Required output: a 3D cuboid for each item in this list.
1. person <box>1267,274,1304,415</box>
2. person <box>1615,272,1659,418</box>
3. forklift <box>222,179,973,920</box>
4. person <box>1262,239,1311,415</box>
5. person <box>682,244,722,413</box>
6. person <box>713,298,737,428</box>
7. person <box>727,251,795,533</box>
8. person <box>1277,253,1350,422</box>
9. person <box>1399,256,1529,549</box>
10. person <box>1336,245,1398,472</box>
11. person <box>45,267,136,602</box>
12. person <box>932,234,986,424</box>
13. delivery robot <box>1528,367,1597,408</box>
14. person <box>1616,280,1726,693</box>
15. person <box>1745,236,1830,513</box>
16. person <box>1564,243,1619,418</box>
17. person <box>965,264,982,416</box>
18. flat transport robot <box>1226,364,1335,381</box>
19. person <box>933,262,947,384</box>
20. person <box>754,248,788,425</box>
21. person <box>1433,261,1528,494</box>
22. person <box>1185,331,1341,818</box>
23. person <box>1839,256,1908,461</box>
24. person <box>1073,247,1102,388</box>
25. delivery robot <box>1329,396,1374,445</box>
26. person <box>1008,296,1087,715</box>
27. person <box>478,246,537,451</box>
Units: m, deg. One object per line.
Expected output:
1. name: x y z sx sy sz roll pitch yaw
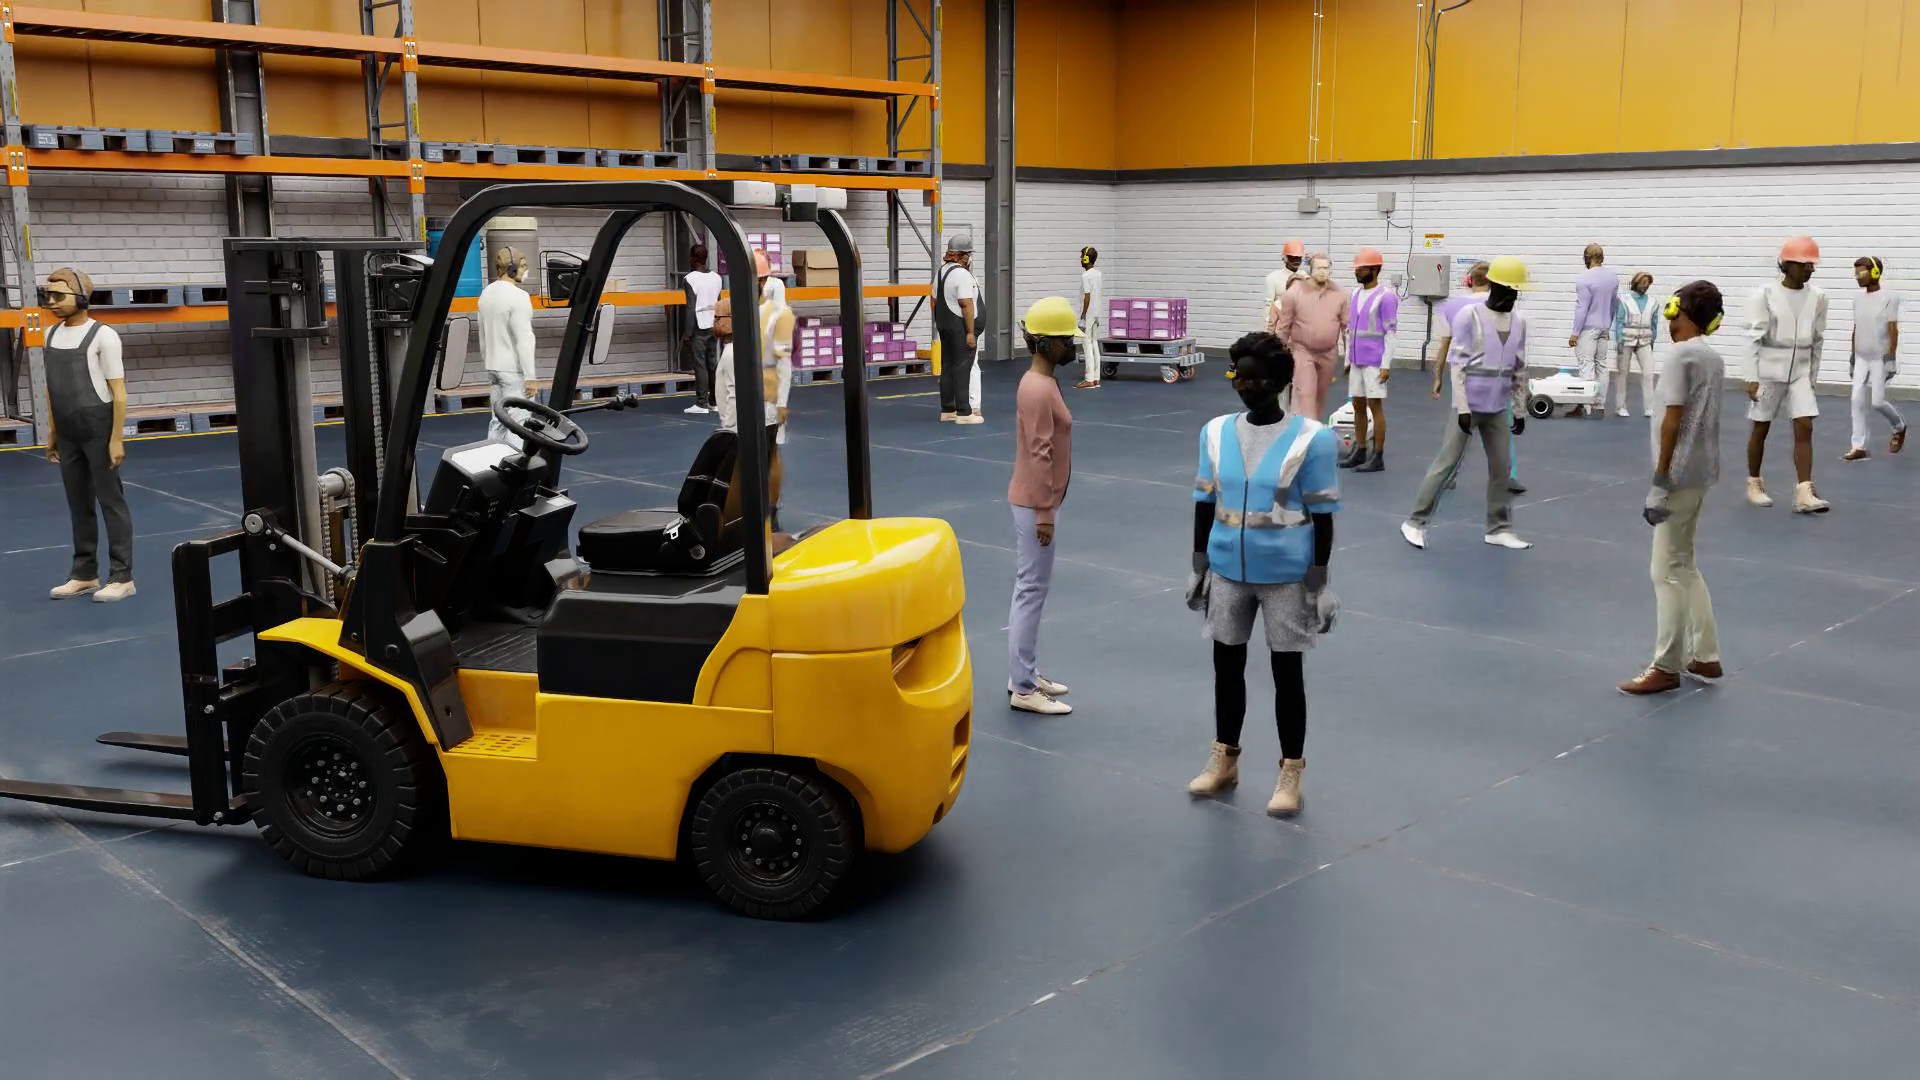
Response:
1. person: 3.434 -1.932 17.213 0.552 1.626 0.445 1 10 5
2. person: 7.487 -2.135 18.357 0.526 1.609 0.743 0 10 0
3. forklift: -1.114 -0.058 5.440 2.313 2.155 1.214 2 11 13
4. person: 3.664 -2.338 18.479 0.635 1.981 0.428 -3 11 -17
5. person: -2.937 -2.406 18.996 0.377 1.917 0.599 6 12 29
6. person: -1.424 -0.708 10.518 0.285 1.633 0.498 0 10 0
7. person: -1.366 -0.968 11.166 0.542 1.922 0.422 5 11 23
8. person: 3.317 -1.718 15.420 0.689 1.852 0.995 -1 10 -6
9. person: 3.312 -0.868 10.704 0.807 1.891 0.577 -5 11 -24
10. person: 3.476 -1.548 14.269 0.372 1.935 0.551 -5 12 -26
11. person: -4.840 -0.574 9.206 0.505 1.847 0.347 4 11 19
12. person: 0.024 -2.283 17.992 0.539 2.000 0.688 -5 12 -27
13. delivery robot: 6.688 -1.671 18.455 0.707 0.478 0.477 3 11 15
14. person: 3.218 -0.220 7.353 0.361 1.830 0.658 8 13 38
15. person: 6.047 -1.193 12.123 0.639 2.001 0.936 0 10 0
16. person: 7.000 -2.311 18.440 0.627 1.934 0.370 -7 12 -32
17. person: 0.031 -2.298 18.678 0.431 1.833 0.643 -4 11 -19
18. flat transport robot: 4.420 -2.311 22.974 0.652 0.197 1.431 -7 13 -35
19. person: -0.112 -2.965 22.645 0.535 1.700 0.318 -3 11 -13
20. person: -2.098 -2.148 17.682 0.573 1.887 0.356 2 11 12
21. person: 4.110 -1.269 13.086 0.760 1.823 0.491 6 12 28
22. person: 1.065 0.119 5.853 0.578 1.693 0.318 7 13 35
23. person: 8.270 -1.628 14.966 0.701 1.840 0.550 -4 11 -22
24. person: 1.703 -2.946 22.102 0.316 1.860 0.531 5 12 27
25. delivery robot: 3.609 -1.084 15.252 0.477 0.478 0.707 4 11 22
26. person: 0.368 -0.150 7.112 0.326 1.767 0.533 0 10 2
27. person: -3.448 -1.273 12.764 0.362 1.938 0.631 -10 14 -43
